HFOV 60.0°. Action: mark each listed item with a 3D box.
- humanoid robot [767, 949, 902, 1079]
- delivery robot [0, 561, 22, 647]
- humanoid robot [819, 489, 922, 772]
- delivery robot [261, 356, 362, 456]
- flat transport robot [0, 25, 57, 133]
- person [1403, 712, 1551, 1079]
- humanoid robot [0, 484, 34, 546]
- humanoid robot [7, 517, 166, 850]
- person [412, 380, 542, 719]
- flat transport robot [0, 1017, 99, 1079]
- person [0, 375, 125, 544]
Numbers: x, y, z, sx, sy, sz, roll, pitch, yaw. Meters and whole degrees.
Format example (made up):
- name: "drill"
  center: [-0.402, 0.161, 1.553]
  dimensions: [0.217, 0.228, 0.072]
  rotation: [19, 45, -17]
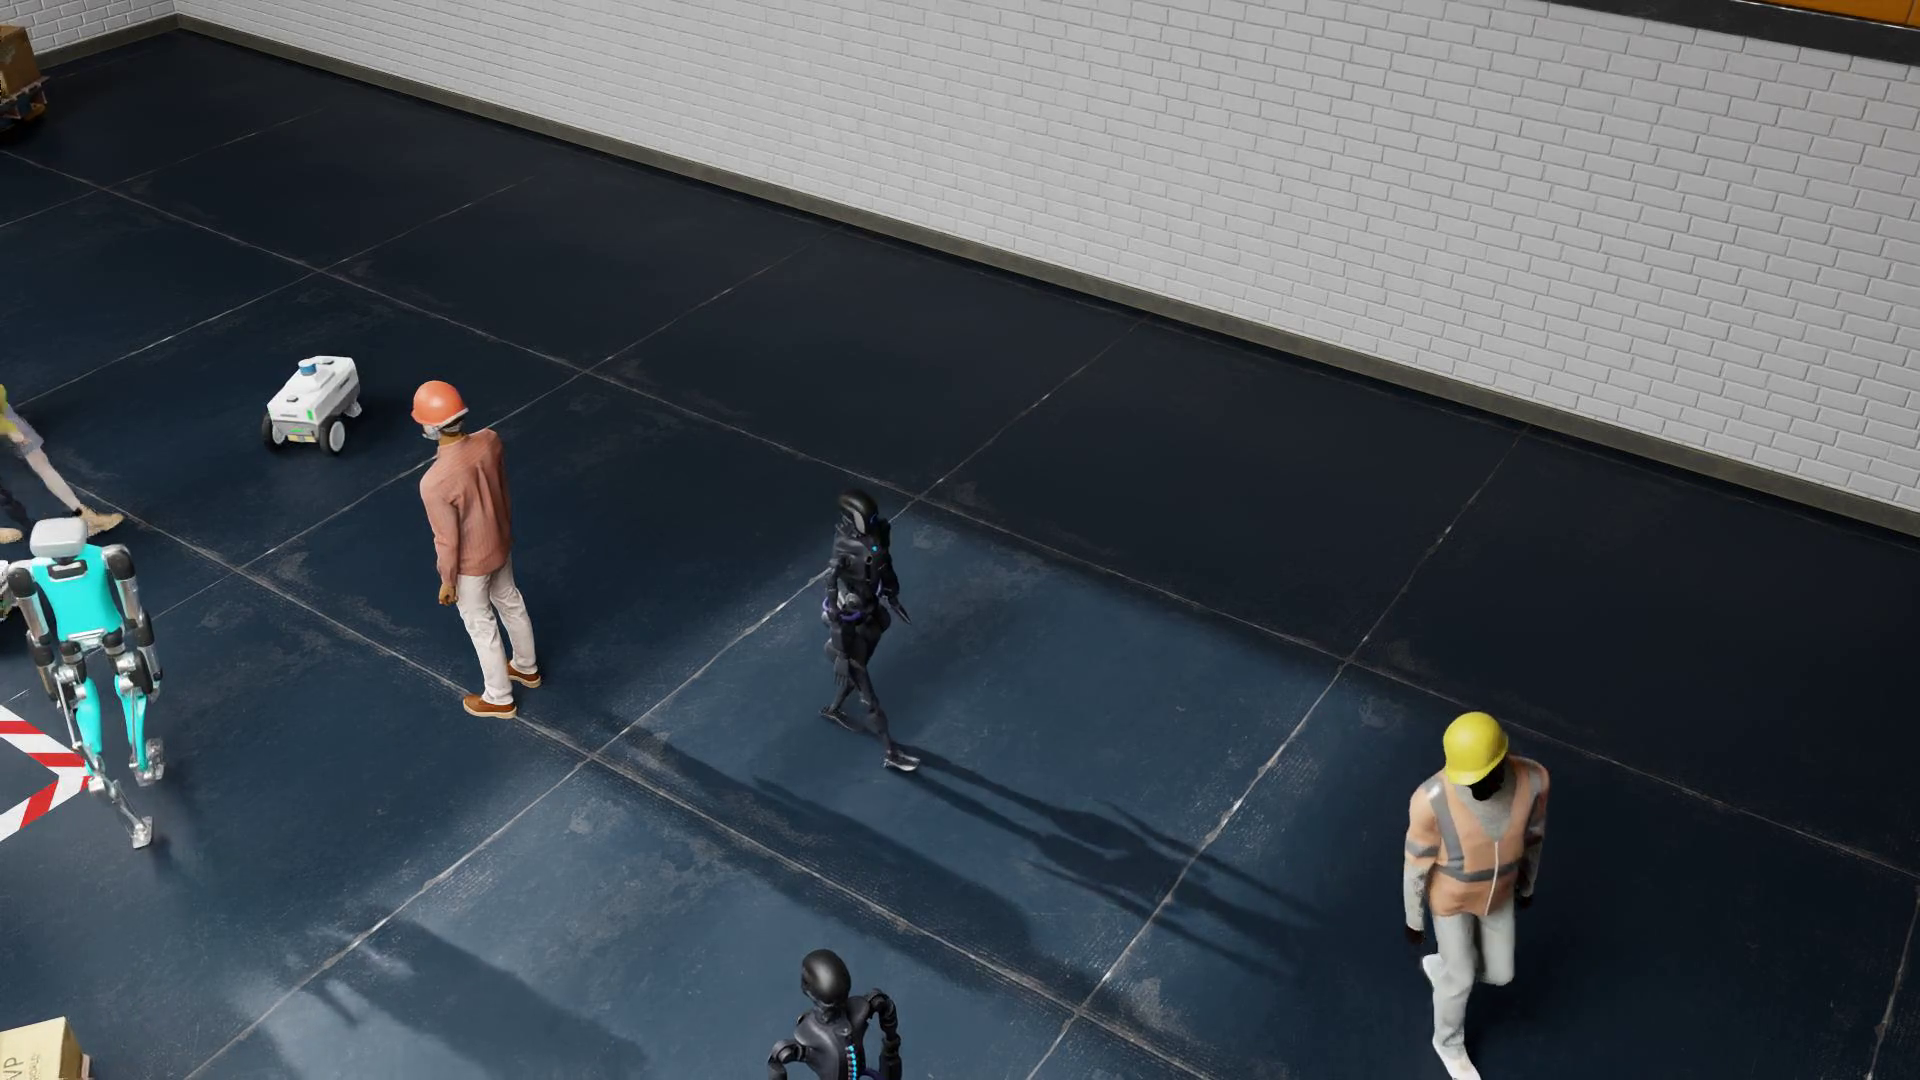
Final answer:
- name: "humanoid robot"
  center: [-0.436, 2.117, 6.007]
  dimensions: [0.601, 1.649, 0.326]
  rotation: [-24, 41, -30]
- name: "delivery robot"
  center: [-5.792, 0.330, 9.560]
  dimensions: [0.811, 0.614, 0.499]
  rotation: [1, 35, 2]
- name: "humanoid robot"
  center: [-0.463, 0.424, 8.461]
  dimensions: [0.755, 1.630, 0.602]
  rotation: [19, 39, 25]
- name: "delivery robot"
  center: [-4.420, -0.943, 11.355]
  dimensions: [0.525, 0.588, 0.759]
  rotation: [5, 35, 8]
- name: "flat transport robot"
  center: [-9.504, -3.958, 15.920]
  dimensions: [0.659, 0.231, 1.431]
  rotation: [6, 35, 8]
- name: "person"
  center: [2.091, 1.462, 6.764]
  dimensions: [0.617, 1.877, 0.503]
  rotation: [-10, 36, -14]
- name: "humanoid robot"
  center: [-5.952, -0.530, 9.804]
  dimensions: [0.524, 1.646, 0.613]
  rotation: [-6, 35, -8]
- name: "humanoid robot"
  center: [-4.070, 0.744, 7.927]
  dimensions: [0.551, 1.741, 1.020]
  rotation: [-13, 37, -18]
- name: "person"
  center: [-2.539, 0.058, 8.679]
  dimensions: [0.393, 1.989, 0.621]
  rotation: [12, 37, 16]
- name: "flat transport robot"
  center: [-3.747, 2.745, 6.340]
  dimensions: [1.431, 0.231, 0.659]
  rotation: [-11, 37, -16]
- name: "person"
  center: [-5.763, -0.749, 9.968]
  dimensions: [0.974, 1.833, 0.457]
  rotation: [3, 35, 4]
